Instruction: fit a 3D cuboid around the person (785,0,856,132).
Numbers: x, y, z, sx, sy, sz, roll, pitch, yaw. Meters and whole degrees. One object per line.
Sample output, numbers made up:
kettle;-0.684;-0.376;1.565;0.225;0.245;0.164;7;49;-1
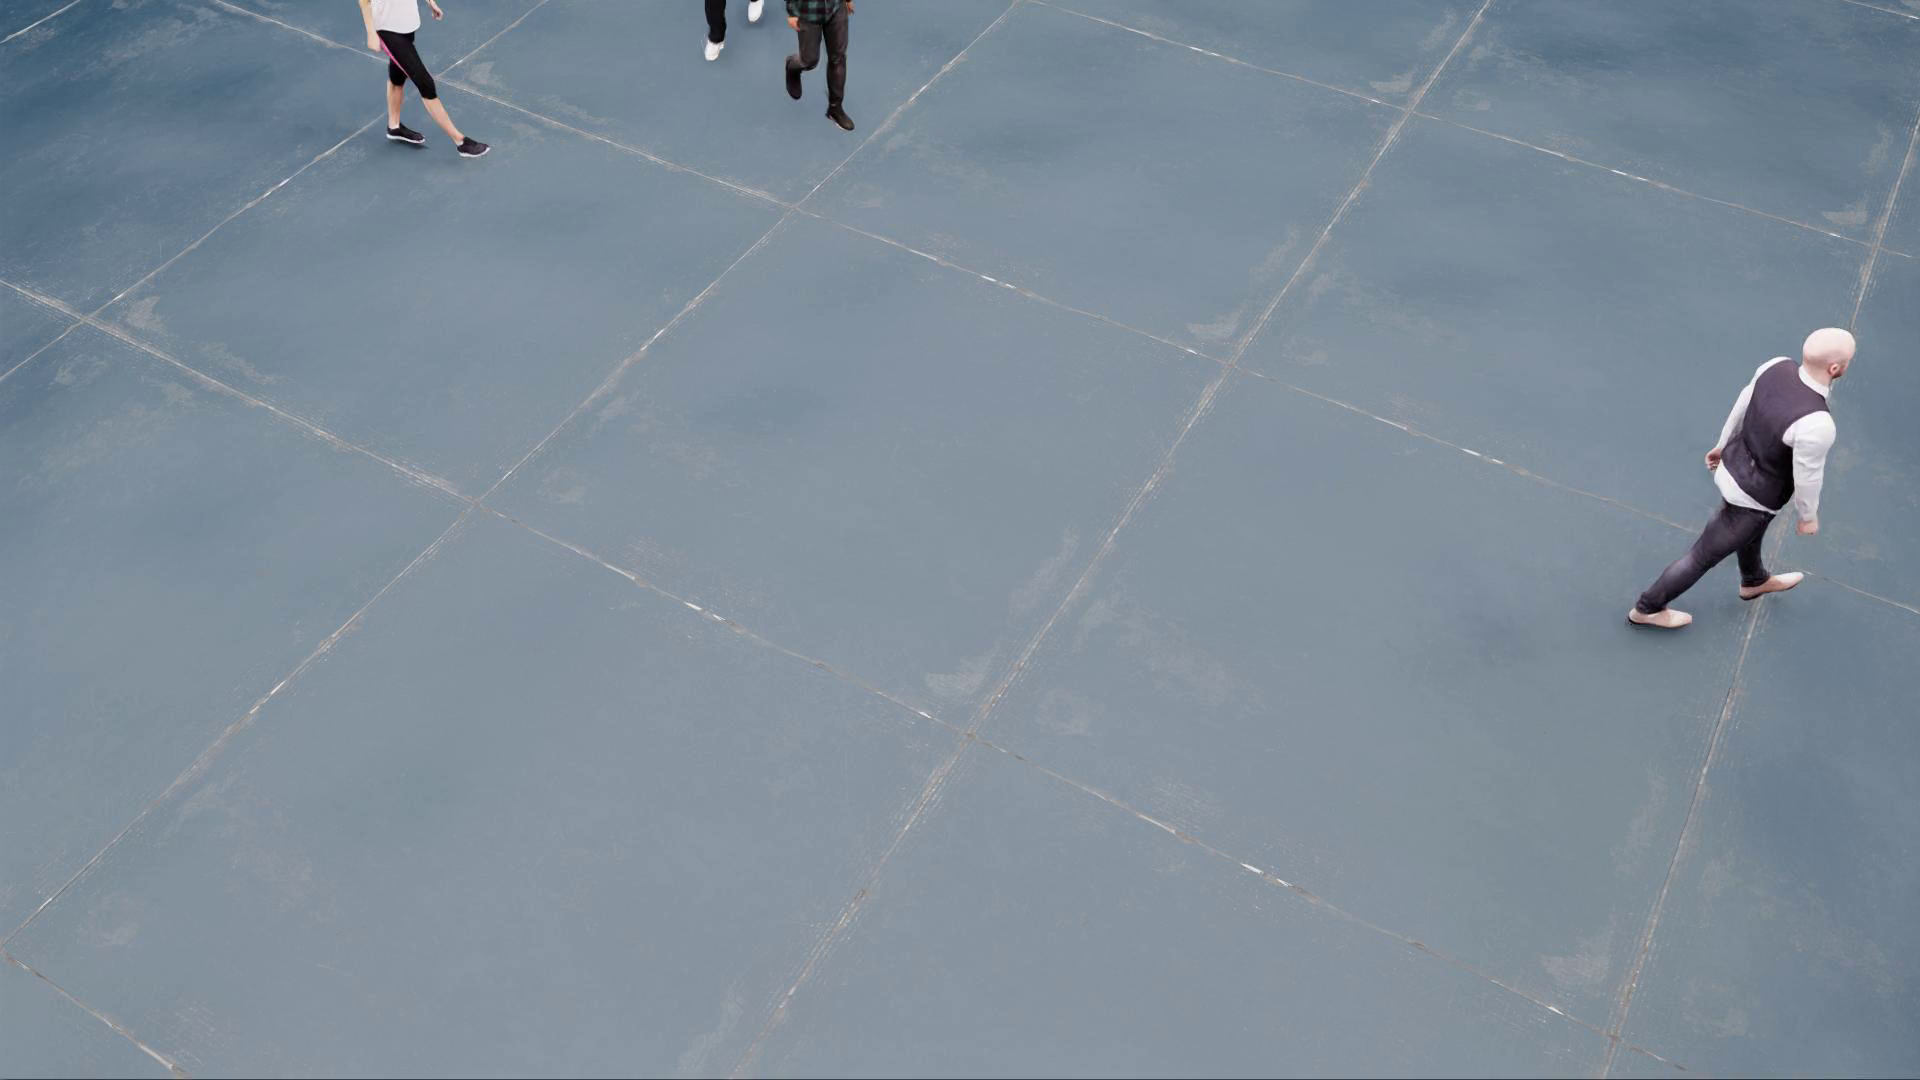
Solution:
person;-0.914;-3.383;10.317;0.892;1.702;0.974;-24;52;-21

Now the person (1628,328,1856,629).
person;3.498;-0.210;7.546;1.227;1.785;1.049;0;47;0

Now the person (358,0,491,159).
person;-3.580;-3.199;10.333;1.102;1.751;0.761;13;49;12

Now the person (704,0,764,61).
person;-1.556;-4.213;11.337;1.122;1.653;0.957;9;48;8
